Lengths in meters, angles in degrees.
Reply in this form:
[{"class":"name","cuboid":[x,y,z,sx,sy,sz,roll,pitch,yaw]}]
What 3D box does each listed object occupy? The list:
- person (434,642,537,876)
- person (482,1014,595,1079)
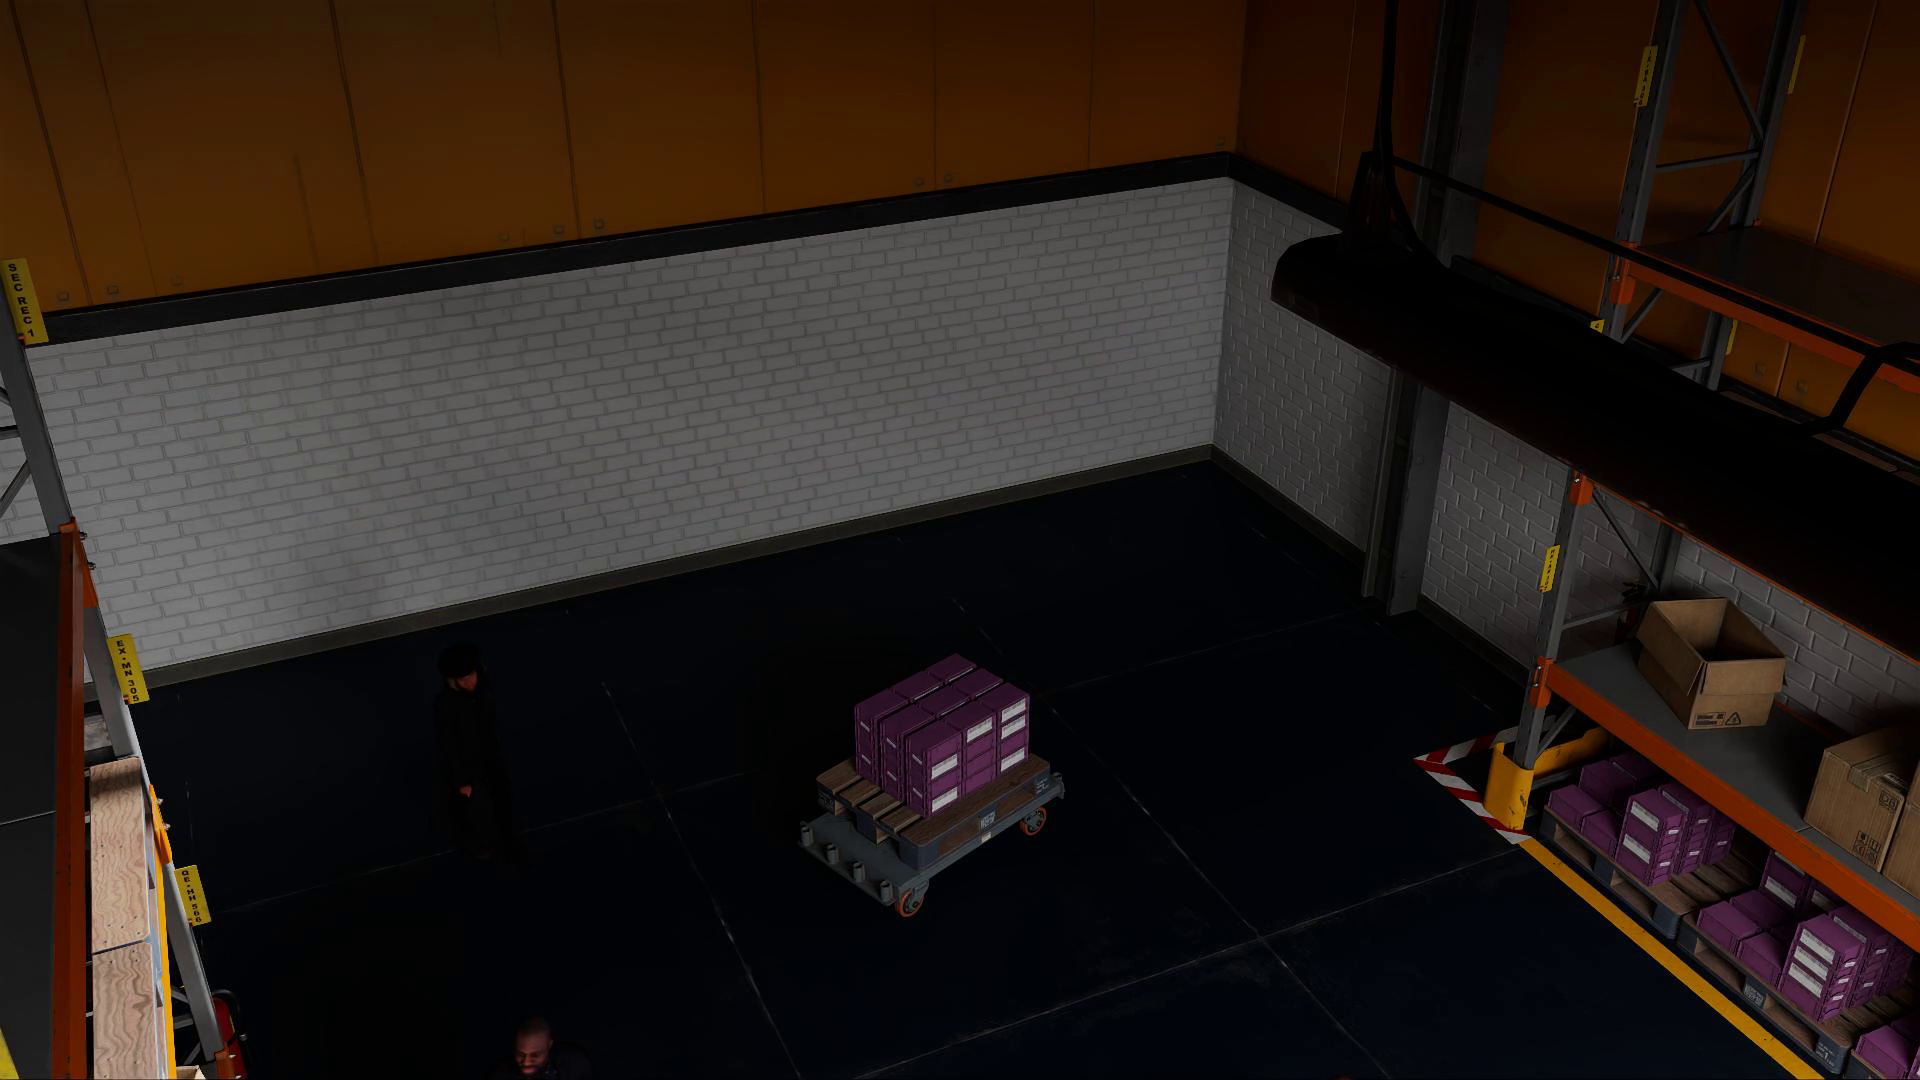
[{"class":"person","cuboid":[-3.171,1.347,10.653,1.065,1.734,0.885,18,33,29]},{"class":"person","cuboid":[-1.906,2.891,7.736,0.679,1.817,0.570,-14,31,-23]}]
